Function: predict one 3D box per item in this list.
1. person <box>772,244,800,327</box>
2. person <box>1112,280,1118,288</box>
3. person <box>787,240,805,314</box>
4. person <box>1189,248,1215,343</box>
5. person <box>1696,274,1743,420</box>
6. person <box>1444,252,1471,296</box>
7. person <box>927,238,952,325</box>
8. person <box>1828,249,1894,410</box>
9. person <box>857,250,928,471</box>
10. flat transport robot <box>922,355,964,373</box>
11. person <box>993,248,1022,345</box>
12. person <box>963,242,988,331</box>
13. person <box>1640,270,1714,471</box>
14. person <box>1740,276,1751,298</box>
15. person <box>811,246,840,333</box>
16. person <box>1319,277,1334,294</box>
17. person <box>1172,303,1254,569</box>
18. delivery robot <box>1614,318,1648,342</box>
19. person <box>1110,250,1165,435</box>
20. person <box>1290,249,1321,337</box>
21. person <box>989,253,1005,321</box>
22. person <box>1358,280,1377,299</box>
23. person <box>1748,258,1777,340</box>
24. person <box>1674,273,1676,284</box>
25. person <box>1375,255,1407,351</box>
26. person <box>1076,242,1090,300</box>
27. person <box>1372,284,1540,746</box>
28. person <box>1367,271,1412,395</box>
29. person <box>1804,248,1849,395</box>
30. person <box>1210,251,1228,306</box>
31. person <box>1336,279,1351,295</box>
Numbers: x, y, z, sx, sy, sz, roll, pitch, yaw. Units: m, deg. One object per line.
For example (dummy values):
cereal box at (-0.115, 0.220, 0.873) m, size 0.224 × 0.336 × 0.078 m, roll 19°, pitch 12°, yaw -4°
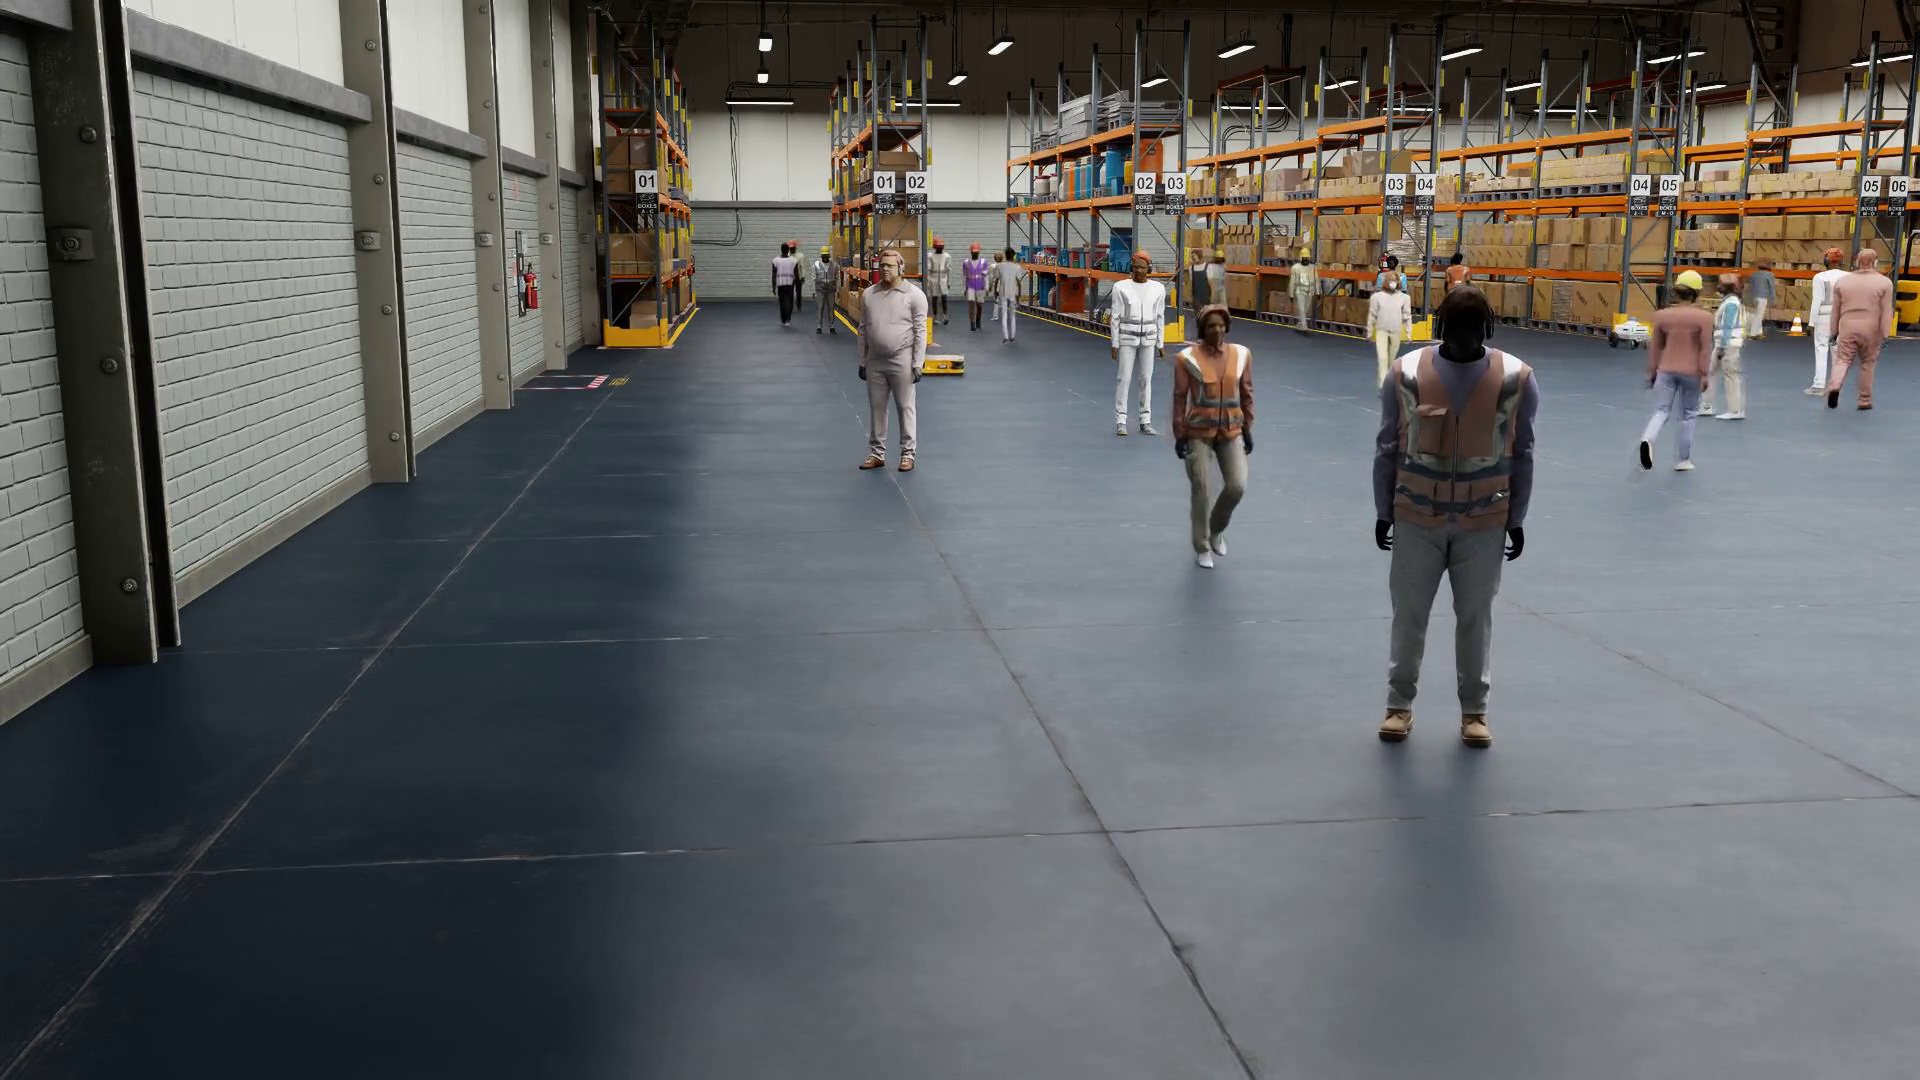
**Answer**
person at (-3.955, -5.790, 37.828) m, size 0.611 × 1.872 × 1.014 m, roll -1°, pitch 10°, yaw -6°
person at (4.053, -6.346, 41.195) m, size 0.528 × 1.753 × 0.550 m, roll -2°, pitch 10°, yaw -9°
person at (-4.407, -7.004, 44.266) m, size 0.602 × 1.949 × 1.016 m, roll 0°, pitch 10°, yaw -2°
person at (4.636, -4.670, 31.820) m, size 0.539 × 1.811 × 0.545 m, roll 5°, pitch 12°, yaw 28°
person at (8.422, -2.144, 18.487) m, size 0.656 × 1.609 × 0.551 m, roll 3°, pitch 11°, yaw 18°
person at (10.681, -5.336, 35.777) m, size 0.555 × 1.687 × 0.390 m, roll 3°, pitch 11°, yaw 15°
person at (-0.483, -5.958, 38.361) m, size 0.609 × 1.992 × 1.052 m, roll -1°, pitch 10°, yaw -5°
person at (10.509, -2.445, 19.407) m, size 0.666 × 1.891 × 0.695 m, roll 10°, pitch 14°, yaw 43°
person at (-0.609, -1.553, 14.463) m, size 0.641 × 1.913 × 0.407 m, roll 4°, pitch 11°, yaw 21°
flat transport robot at (-0.266, -2.645, 24.946) m, size 0.652 × 0.197 × 1.431 m, roll 0°, pitch 10°, yaw 0°
person at (0.906, -4.617, 31.523) m, size 0.525 × 1.825 × 0.943 m, roll -1°, pitch 10°, yaw -3°
person at (0.336, -5.534, 36.307) m, size 0.553 × 1.914 × 0.823 m, roll 0°, pitch 10°, yaw -1°
person at (6.156, -1.438, 14.289) m, size 0.678 × 1.748 × 0.528 m, roll -10°, pitch 14°, yaw -43°
person at (19.070, -6.235, 40.201) m, size 0.649 × 1.888 × 0.595 m, roll -1°, pitch 10°, yaw -8°
person at (-2.822, -5.263, 35.014) m, size 0.603 × 1.830 × 0.404 m, roll -2°, pitch 11°, yaw -10°
person at (9.053, -6.508, 41.561) m, size 0.627 × 1.936 × 0.373 m, roll 2°, pitch 11°, yaw 11°
person at (1.555, -0.637, 10.219) m, size 0.538 × 1.625 × 0.373 m, roll -2°, pitch 11°, yaw -11°
delivery robot at (12.217, -3.804, 30.266) m, size 0.477 × 0.478 × 0.707 m, roll -1°, pitch 10°, yaw -5°
person at (1.822, -2.013, 17.055) m, size 0.573 × 1.886 × 0.353 m, roll -2°, pitch 10°, yaw -9°
person at (7.074, -5.080, 34.144) m, size 0.585 × 1.790 × 0.930 m, roll -3°, pitch 11°, yaw -17°
person at (0.940, -6.143, 40.368) m, size 0.513 × 1.642 × 0.311 m, roll -5°, pitch 12°, yaw -27°
person at (10.375, -6.684, 42.477) m, size 0.649 × 1.947 × 0.503 m, roll -2°, pitch 10°, yaw -10°
person at (15.811, -4.730, 32.684) m, size 0.632 × 1.605 × 0.514 m, roll -4°, pitch 11°, yaw -22°
person at (18.606, -6.754, 42.653) m, size 0.640 × 2.030 × 0.437 m, roll -1°, pitch 10°, yaw -6°
person at (7.641, -4.193, 29.521) m, size 0.541 × 1.695 × 0.315 m, roll 4°, pitch 11°, yaw 21°
person at (3.418, -7.101, 44.958) m, size 0.639 × 1.895 × 1.027 m, roll -2°, pitch 10°, yaw -9°
person at (1.967, -0.094, 6.661) m, size 0.627 × 1.844 × 0.429 m, roll 3°, pitch 11°, yaw 15°
person at (5.404, -2.567, 20.867) m, size 0.523 × 1.584 × 0.856 m, roll 0°, pitch 10°, yaw 1°
person at (11.146, -2.792, 21.329) m, size 0.584 × 1.882 × 0.337 m, roll -2°, pitch 11°, yaw -11°
person at (6.092, -5.950, 39.171) m, size 0.493 × 1.691 × 0.936 m, roll -3°, pitch 11°, yaw -16°
person at (11.715, -8.079, 49.884) m, size 0.998 × 2.000 × 0.681 m, roll -2°, pitch 11°, yaw -11°
